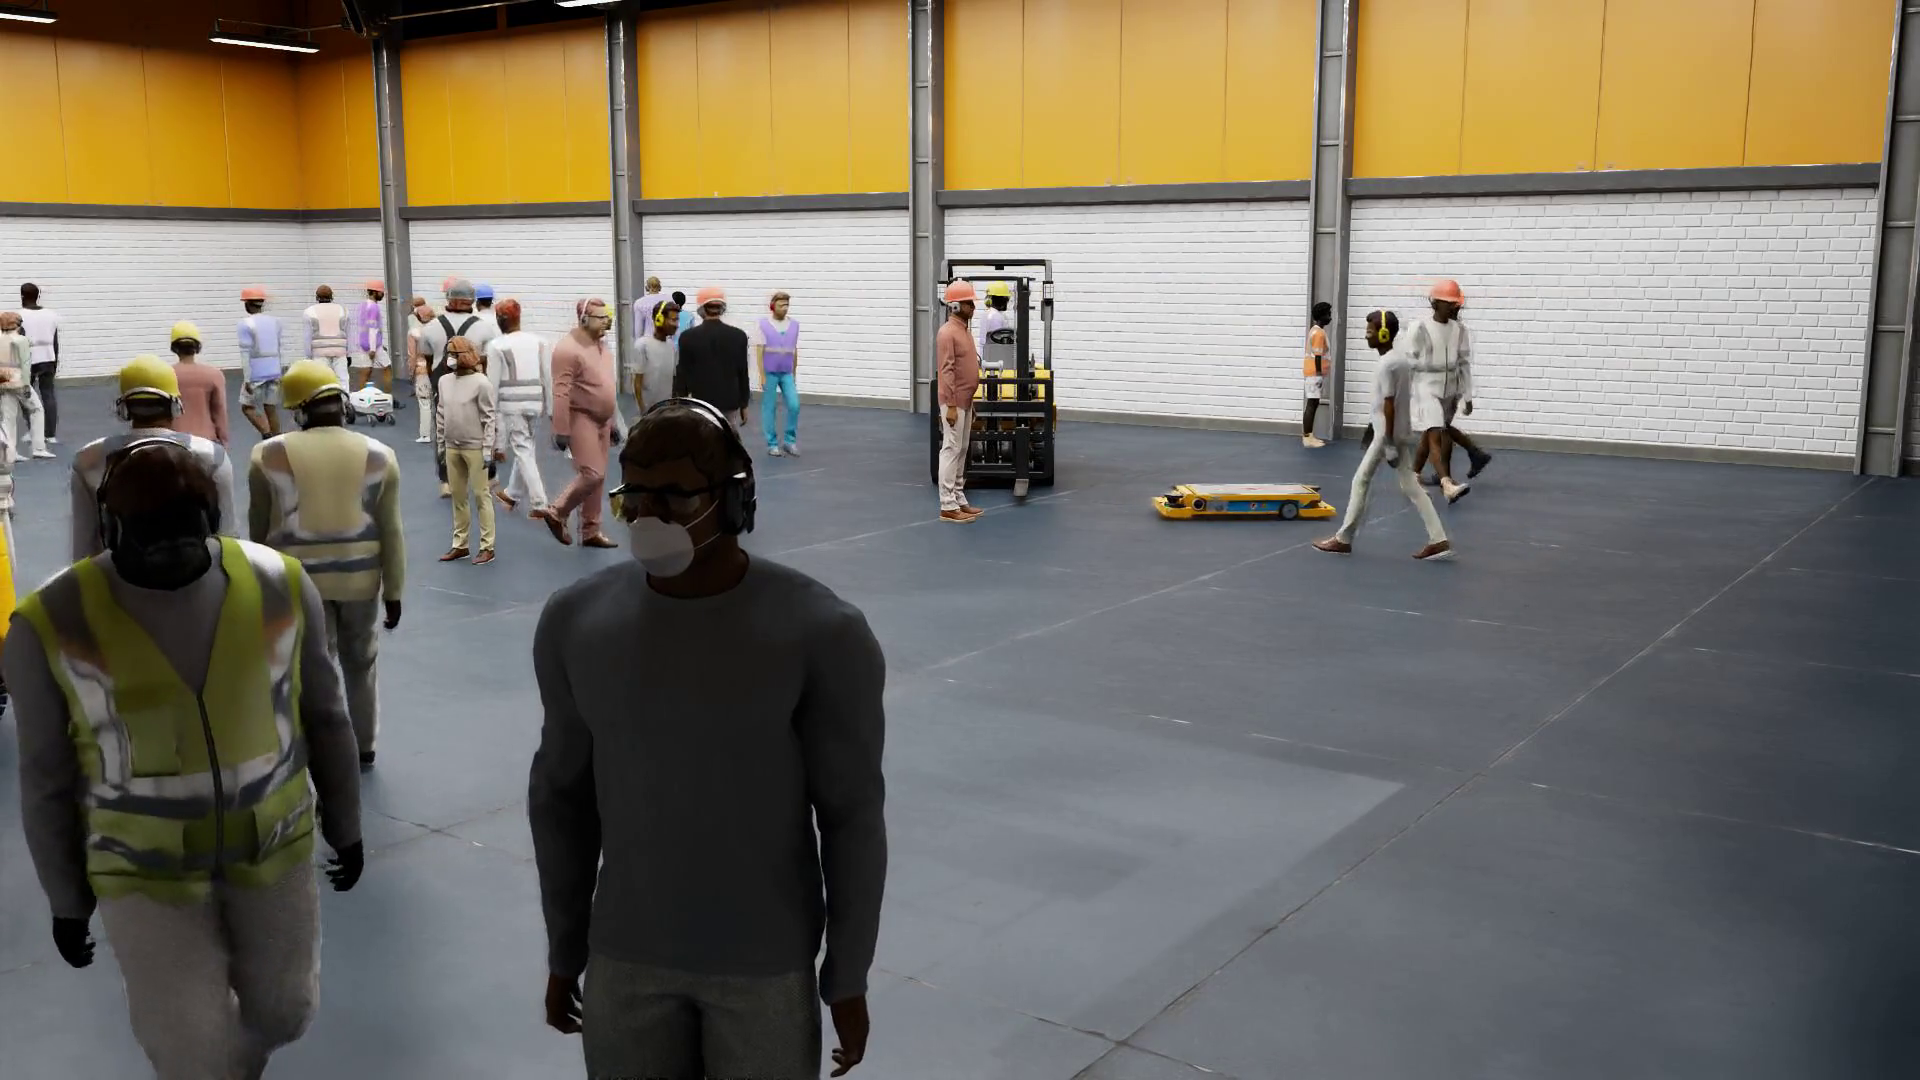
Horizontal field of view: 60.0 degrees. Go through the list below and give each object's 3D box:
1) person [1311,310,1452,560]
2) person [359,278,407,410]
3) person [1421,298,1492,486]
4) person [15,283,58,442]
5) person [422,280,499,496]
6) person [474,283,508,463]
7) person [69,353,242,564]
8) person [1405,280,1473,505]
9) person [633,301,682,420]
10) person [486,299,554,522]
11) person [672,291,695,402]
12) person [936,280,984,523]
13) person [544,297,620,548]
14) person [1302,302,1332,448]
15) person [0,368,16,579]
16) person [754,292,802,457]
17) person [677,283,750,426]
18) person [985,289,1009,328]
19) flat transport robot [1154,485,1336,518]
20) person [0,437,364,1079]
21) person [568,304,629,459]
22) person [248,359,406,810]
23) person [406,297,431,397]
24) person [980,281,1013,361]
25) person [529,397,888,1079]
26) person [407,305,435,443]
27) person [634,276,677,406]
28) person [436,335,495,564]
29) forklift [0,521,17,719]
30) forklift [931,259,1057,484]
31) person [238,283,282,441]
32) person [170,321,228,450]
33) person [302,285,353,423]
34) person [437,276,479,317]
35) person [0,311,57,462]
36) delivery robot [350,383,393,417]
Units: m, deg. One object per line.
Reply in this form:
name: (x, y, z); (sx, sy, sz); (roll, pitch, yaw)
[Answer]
person: (3.119, -0.754, 12.051); (1.017, 1.815, 0.525); (6, 11, 33)
person: (-8.374, -2.815, 24.036); (0.812, 1.900, 0.550); (-8, 12, -38)
person: (4.755, -1.458, 15.905); (0.579, 1.920, 0.560); (3, 10, 17)
person: (-11.034, -2.108, 19.830); (0.594, 1.895, 0.607); (5, 11, 29)
person: (-4.629, -1.448, 15.489); (0.688, 2.000, 1.015); (0, 10, -1)
person: (-5.019, -1.769, 17.749); (0.615, 1.927, 0.445); (-8, 12, -39)
person: (-3.080, 0.195, 6.399); (0.604, 1.816, 0.692); (-2, 10, -12)
person: (4.325, -1.319, 14.886); (0.622, 1.982, 1.068); (-4, 10, -20)
person: (-2.437, -1.005, 13.442); (0.429, 1.841, 0.528); (6, 11, 30)
person: (-3.757, -1.088, 13.961); (0.968, 1.832, 0.592); (8, 13, 40)
person: (-4.295, -2.957, 25.484); (0.540, 1.700, 0.316); (-7, 12, -37)
person: (-0.008, -1.151, 13.847); (0.375, 1.997, 0.611); (3, 10, 15)
person: (-2.792, -0.860, 12.421); (0.477, 1.891, 0.668); (3, 10, 16)
person: (4.146, -1.916, 19.327); (0.320, 1.695, 0.538); (2, 10, 10)
person: (-5.366, -0.165, 9.140); (0.320, 1.603, 0.715); (-3, 10, -18)
person: (-1.983, -1.812, 18.311); (0.561, 1.817, 0.598); (-6, 11, -30)
person: (-2.016, -1.125, 13.759); (0.628, 1.981, 0.568); (-4, 10, -23)
person: (0.562, -2.271, 21.043); (0.935, 1.835, 0.529); (3, 10, 15)
flat transport robot: (2.413, -0.339, 14.144); (1.431, 0.197, 0.652); (0, 10, -2)
person: (-1.657, 0.664, 3.591); (0.673, 1.813, 0.697); (-7, 12, -36)
person: (-3.895, -1.732, 18.220); (0.913, 1.680, 0.494); (-3, 10, -15)
person: (-2.537, 0.162, 6.712); (0.573, 1.782, 0.904); (-5, 11, -28)
person: (-8.467, -3.019, 26.126); (0.602, 1.606, 0.411); (4, 10, 20)
person: (0.429, -2.077, 19.573); (0.380, 1.924, 0.593); (-3, 10, -15)
person: (-0.437, 0.721, 2.874); (0.631, 1.938, 0.362); (2, 10, 14)
person: (-6.301, -1.963, 19.747); (0.513, 1.640, 0.309); (-8, 13, -41)
person: (-4.457, -2.887, 24.372); (0.627, 1.937, 0.372); (-4, 10, -20)
person: (-3.540, -0.642, 11.899); (0.500, 1.633, 0.280); (4, 10, 24)
forklift: (-5.296, -0.090, 6.943); (1.214, 2.155, 2.313); (7, 12, 35)
forklift: (0.370, -1.738, 16.759); (1.214, 2.155, 2.313); (1, 10, 3)
person: (-7.474, -1.775, 17.805); (0.445, 1.923, 0.556); (5, 11, 30)
person: (-5.640, -0.738, 12.194); (0.523, 1.726, 0.898); (-8, 13, -41)
person: (-8.368, -2.448, 22.033); (0.624, 1.845, 0.430); (-6, 11, -31)
person: (-6.116, -2.255, 20.499); (0.583, 1.972, 0.630); (9, 13, 42)
person: (-10.123, -1.651, 17.940); (0.541, 1.607, 0.633); (4, 10, 25)
delivery robot: (-7.759, -1.831, 21.906); (0.477, 0.478, 0.707); (-8, 12, -39)
